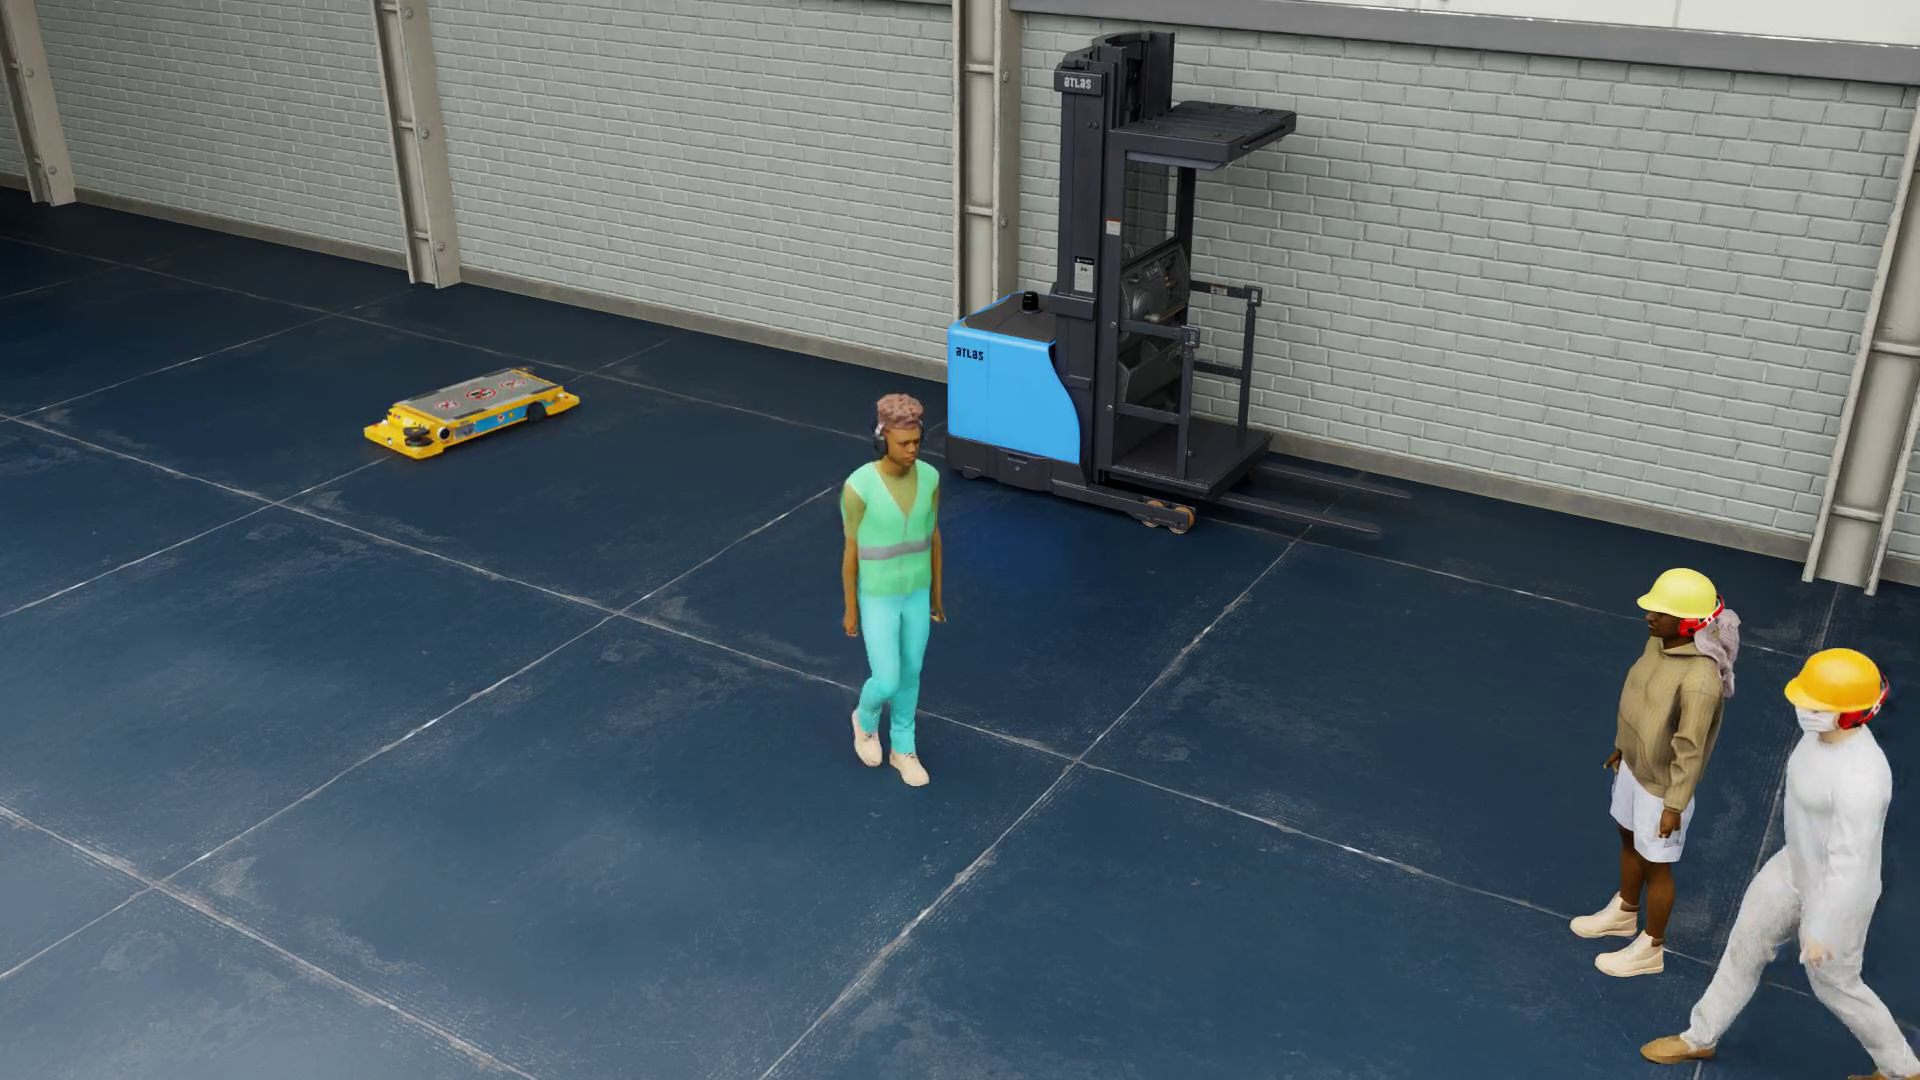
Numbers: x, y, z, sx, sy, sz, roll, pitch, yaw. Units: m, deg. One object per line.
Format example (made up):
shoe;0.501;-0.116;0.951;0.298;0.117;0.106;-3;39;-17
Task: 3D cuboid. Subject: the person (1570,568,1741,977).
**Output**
person;2.771;0.917;6.583;0.408;1.758;0.549;-1;25;-2

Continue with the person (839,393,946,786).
person;-0.299;0.255;7.738;0.519;1.967;0.462;-15;29;-29

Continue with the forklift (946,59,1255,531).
forklift;0.933;-1.707;10.833;1.873;2.768;1.129;15;29;28

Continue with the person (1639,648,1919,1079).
person;3.101;1.197;5.894;0.944;1.847;0.628;3;25;6

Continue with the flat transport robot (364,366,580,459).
flat transport robot;-3.588;-0.953;12.274;0.659;0.231;1.431;20;32;35
